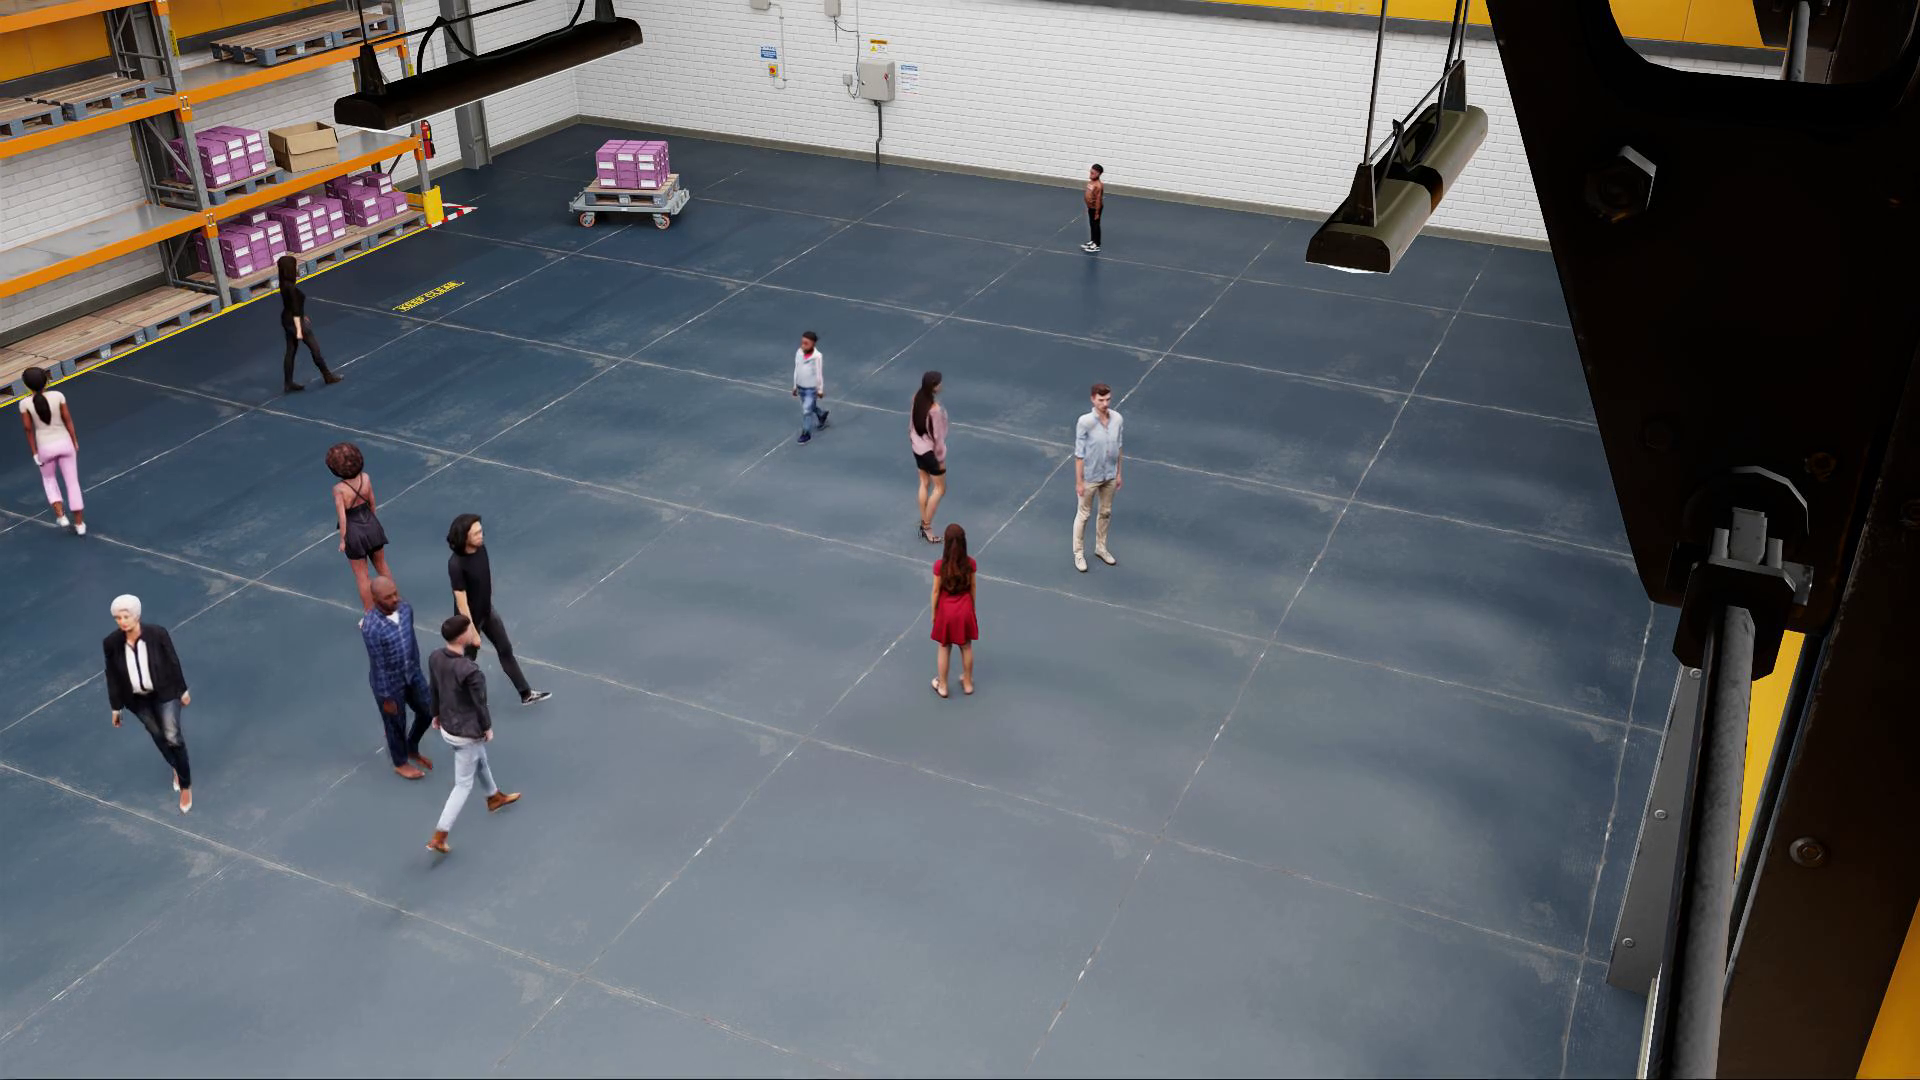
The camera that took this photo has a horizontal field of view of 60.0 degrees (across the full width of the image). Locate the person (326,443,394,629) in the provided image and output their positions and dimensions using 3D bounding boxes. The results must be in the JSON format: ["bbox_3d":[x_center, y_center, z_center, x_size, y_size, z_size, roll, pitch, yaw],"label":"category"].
[{"bbox_3d":[-5.221,-0.034,14.521,0.651,1.789,0.511,17,33,28],"label":"person"}]

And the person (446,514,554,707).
[{"bbox_3d":[-3.974,0.582,13.382,0.820,1.799,1.038,9,30,15],"label":"person"}]

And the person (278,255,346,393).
[{"bbox_3d":[-7.735,-2.454,19.140,1.006,1.616,0.806,-25,37,-38],"label":"person"}]

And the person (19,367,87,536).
[{"bbox_3d":[-8.721,-0.838,16.063,0.720,1.725,0.778,-16,32,-27],"label":"person"}]

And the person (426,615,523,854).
[{"bbox_3d":[-3.615,1.409,11.859,0.856,1.807,1.222,18,33,30],"label":"person"}]

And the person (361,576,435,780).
[{"bbox_3d":[-4.325,1.025,12.569,0.726,1.800,0.567,13,31,23],"label":"person"}]

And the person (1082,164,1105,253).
[{"bbox_3d":[1.938,-4.753,23.731,0.649,1.255,0.582,-8,30,-15],"label":"person"}]

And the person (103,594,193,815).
[{"bbox_3d":[-5.992,1.143,12.463,0.971,1.767,0.977,-3,29,-5],"label":"person"}]

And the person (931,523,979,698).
[{"bbox_3d":[-0.045,0.577,13.650,0.684,1.551,0.744,-7,29,-13],"label":"person"}]

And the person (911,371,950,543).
[{"bbox_3d":[-0.309,-0.813,15.941,0.743,1.797,0.743,-23,36,-36],"label":"person"}]

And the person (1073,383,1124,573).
[{"bbox_3d":[1.290,-0.614,15.525,0.705,1.847,0.783,-12,31,-21],"label":"person"}]

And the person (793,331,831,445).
[{"bbox_3d":[-1.615,-1.714,18.170,0.595,1.245,0.890,20,35,32],"label":"person"}]
